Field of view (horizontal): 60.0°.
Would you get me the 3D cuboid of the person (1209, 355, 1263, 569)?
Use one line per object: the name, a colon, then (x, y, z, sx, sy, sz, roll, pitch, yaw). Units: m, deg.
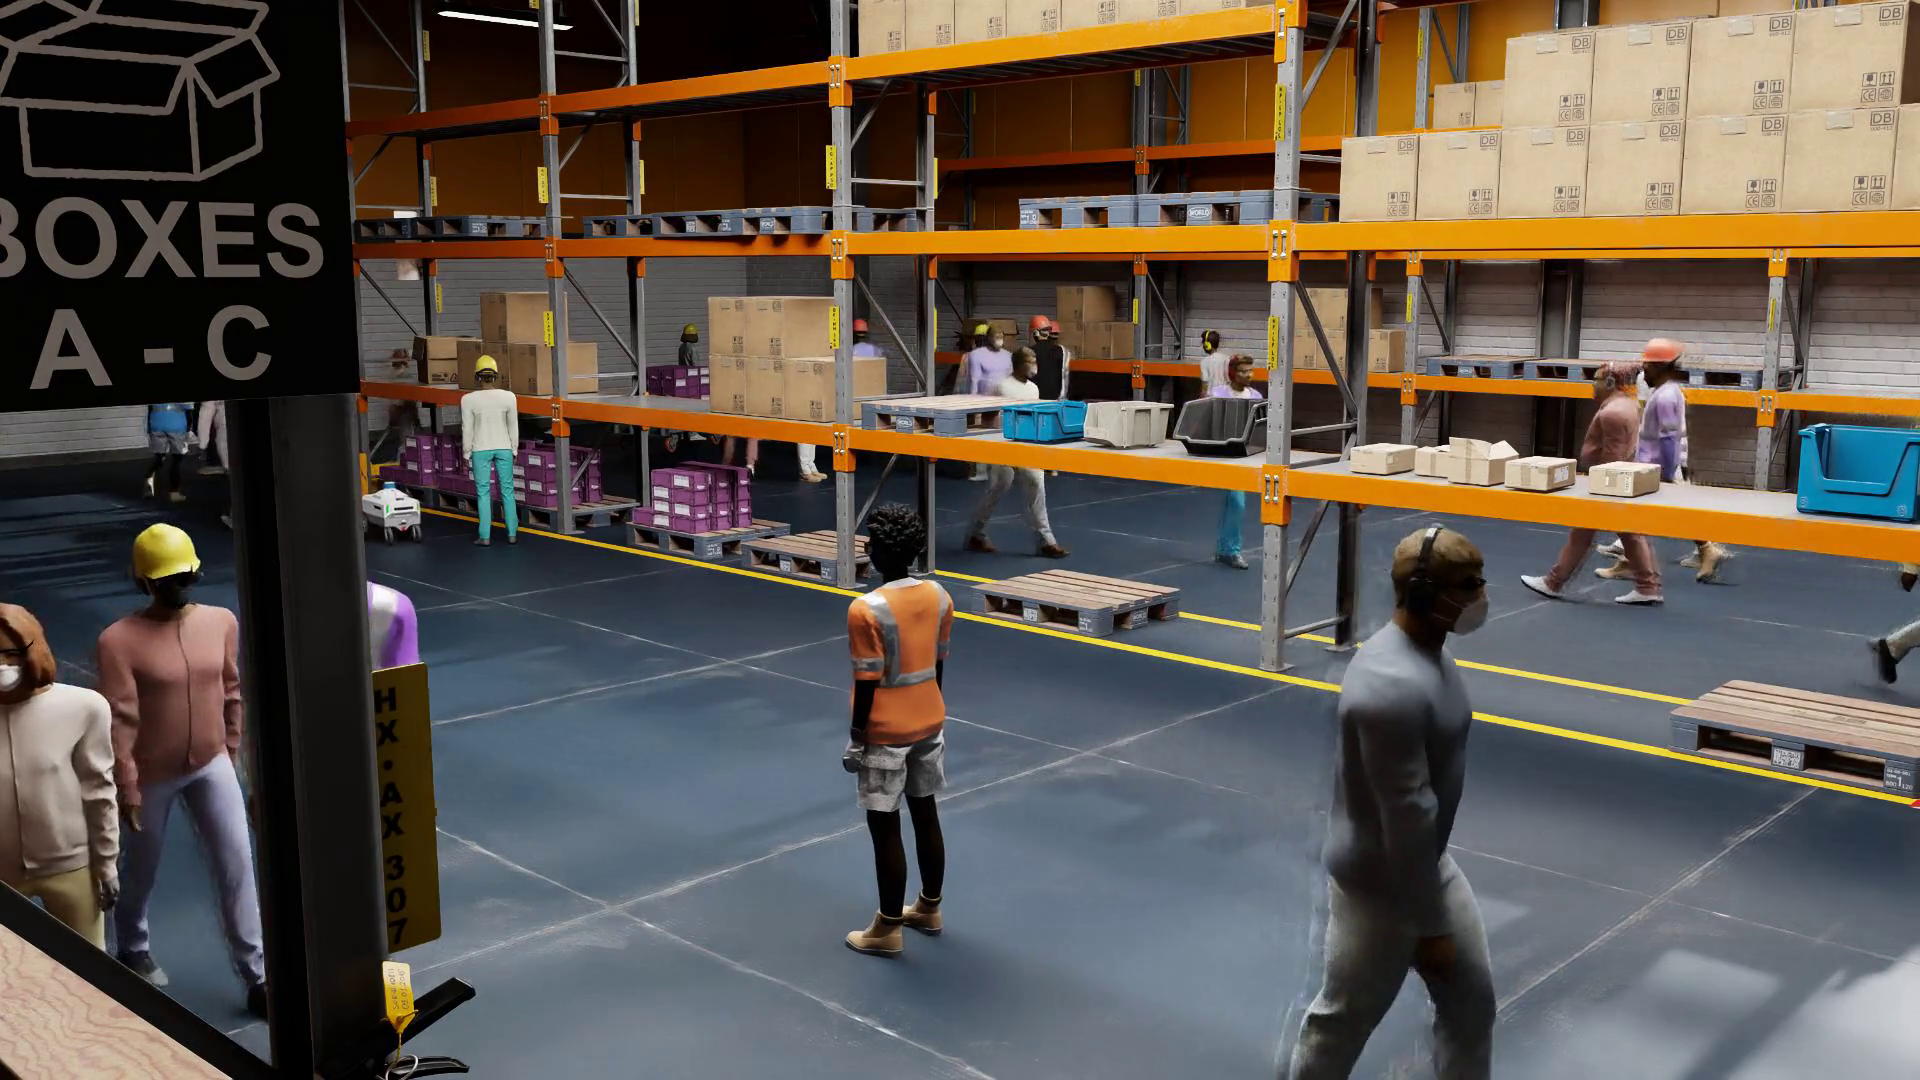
person: (2.419, -0.661, 14.196, 0.596, 1.826, 0.642, -7, 11, -36)

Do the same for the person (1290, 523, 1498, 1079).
person: (1.253, 0.911, 4.330, 0.885, 1.902, 0.628, 5, 11, 29)

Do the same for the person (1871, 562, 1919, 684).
person: (5.692, 0.085, 9.702, 0.601, 1.802, 0.742, -4, 10, -25)

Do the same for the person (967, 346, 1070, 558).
person: (0.481, -0.781, 14.800, 1.011, 1.895, 0.639, 8, 12, 39)

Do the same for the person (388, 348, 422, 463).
person: (-6.555, -1.444, 19.624, 0.363, 1.625, 0.531, -6, 11, -34)

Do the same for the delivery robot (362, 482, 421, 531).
delivery robot: (-5.348, -0.304, 15.619, 0.477, 0.478, 0.707, -7, 12, -38)

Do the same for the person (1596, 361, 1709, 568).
person: (6.106, -0.681, 14.376, 1.025, 1.839, 0.591, 7, 12, 36)

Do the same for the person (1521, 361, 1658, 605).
person: (4.897, -0.433, 12.722, 1.011, 1.853, 0.669, 6, 11, 32)

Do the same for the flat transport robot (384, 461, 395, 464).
flat transport robot: (-6.397, -0.820, 19.949, 1.431, 0.197, 0.652, 1, 9, 5)

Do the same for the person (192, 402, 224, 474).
person: (-9.451, -1.795, 20.718, 0.486, 1.979, 0.621, -3, 10, -17)

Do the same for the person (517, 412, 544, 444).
person: (-6.212, -2.185, 23.399, 0.937, 1.873, 0.599, -8, 12, -40)

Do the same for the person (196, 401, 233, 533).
person: (-6.901, -0.936, 15.819, 0.990, 1.855, 0.654, 7, 11, 36)

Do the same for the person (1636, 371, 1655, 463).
person: (6.885, -1.058, 16.521, 0.328, 1.872, 0.513, 9, 13, 44)

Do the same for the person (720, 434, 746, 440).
person: (-3.470, -2.304, 24.980, 0.525, 1.604, 0.758, -7, 12, -38)

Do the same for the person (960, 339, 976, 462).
person: (0.233, -1.842, 22.033, 0.514, 1.641, 0.309, -4, 10, -25)

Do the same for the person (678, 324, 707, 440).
person: (-4.024, -2.366, 24.929, 0.302, 1.743, 0.494, -7, 12, -38)

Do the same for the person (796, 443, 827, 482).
person: (-1.802, -1.625, 20.082, 0.429, 1.845, 0.621, 2, 9, 11)

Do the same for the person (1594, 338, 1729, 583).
person: (5.750, -0.631, 13.499, 0.945, 2.019, 0.607, 5, 10, 26)

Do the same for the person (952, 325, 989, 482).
person: (0.196, -1.656, 20.171, 0.722, 1.882, 0.684, -6, 11, -34)

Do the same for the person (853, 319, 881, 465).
person: (-1.357, -1.952, 21.922, 0.574, 1.891, 0.949, -5, 11, -29)

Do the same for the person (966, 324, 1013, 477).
person: (0.359, -1.609, 19.752, 0.639, 1.924, 0.744, -4, 10, -24)

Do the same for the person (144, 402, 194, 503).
person: (-8.600, -1.204, 18.042, 0.578, 1.661, 0.552, 1, 9, 6)

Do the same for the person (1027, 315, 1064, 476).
person: (1.007, -1.763, 20.466, 0.611, 1.995, 0.377, -8, 12, -39)

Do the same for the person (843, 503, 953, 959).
person: (-0.240, 0.707, 6.228, 0.315, 1.696, 0.541, 7, 12, 37)

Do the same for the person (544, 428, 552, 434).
person: (-6.330, -2.602, 25.866, 0.406, 1.913, 0.639, -1, 9, -5)

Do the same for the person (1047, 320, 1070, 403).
person: (1.243, -1.951, 21.929, 0.557, 1.900, 0.964, -6, 11, -31)

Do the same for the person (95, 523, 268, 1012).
person: (-2.695, 0.784, 5.725, 0.926, 1.716, 0.541, 7, 11, 35)

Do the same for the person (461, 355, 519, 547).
person: (-4.334, -0.816, 15.355, 0.524, 1.770, 0.315, -5, 11, -29)

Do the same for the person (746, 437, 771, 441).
person: (-3.032, -2.481, 24.721, 0.385, 2.039, 0.614, -3, 10, -18)

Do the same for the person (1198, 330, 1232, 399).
person: (3.093, -1.554, 19.674, 0.548, 1.841, 0.606, -6, 11, -33)

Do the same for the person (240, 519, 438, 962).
person: (-2.012, 0.763, 5.415, 0.603, 1.881, 0.791, -3, 10, -20)

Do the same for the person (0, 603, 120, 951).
person: (-2.694, 0.976, 4.813, 0.491, 1.626, 0.282, -5, 10, -26)

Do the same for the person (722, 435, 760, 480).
person: (-2.657, -1.637, 20.113, 0.676, 1.868, 0.586, 2, 9, 13)
